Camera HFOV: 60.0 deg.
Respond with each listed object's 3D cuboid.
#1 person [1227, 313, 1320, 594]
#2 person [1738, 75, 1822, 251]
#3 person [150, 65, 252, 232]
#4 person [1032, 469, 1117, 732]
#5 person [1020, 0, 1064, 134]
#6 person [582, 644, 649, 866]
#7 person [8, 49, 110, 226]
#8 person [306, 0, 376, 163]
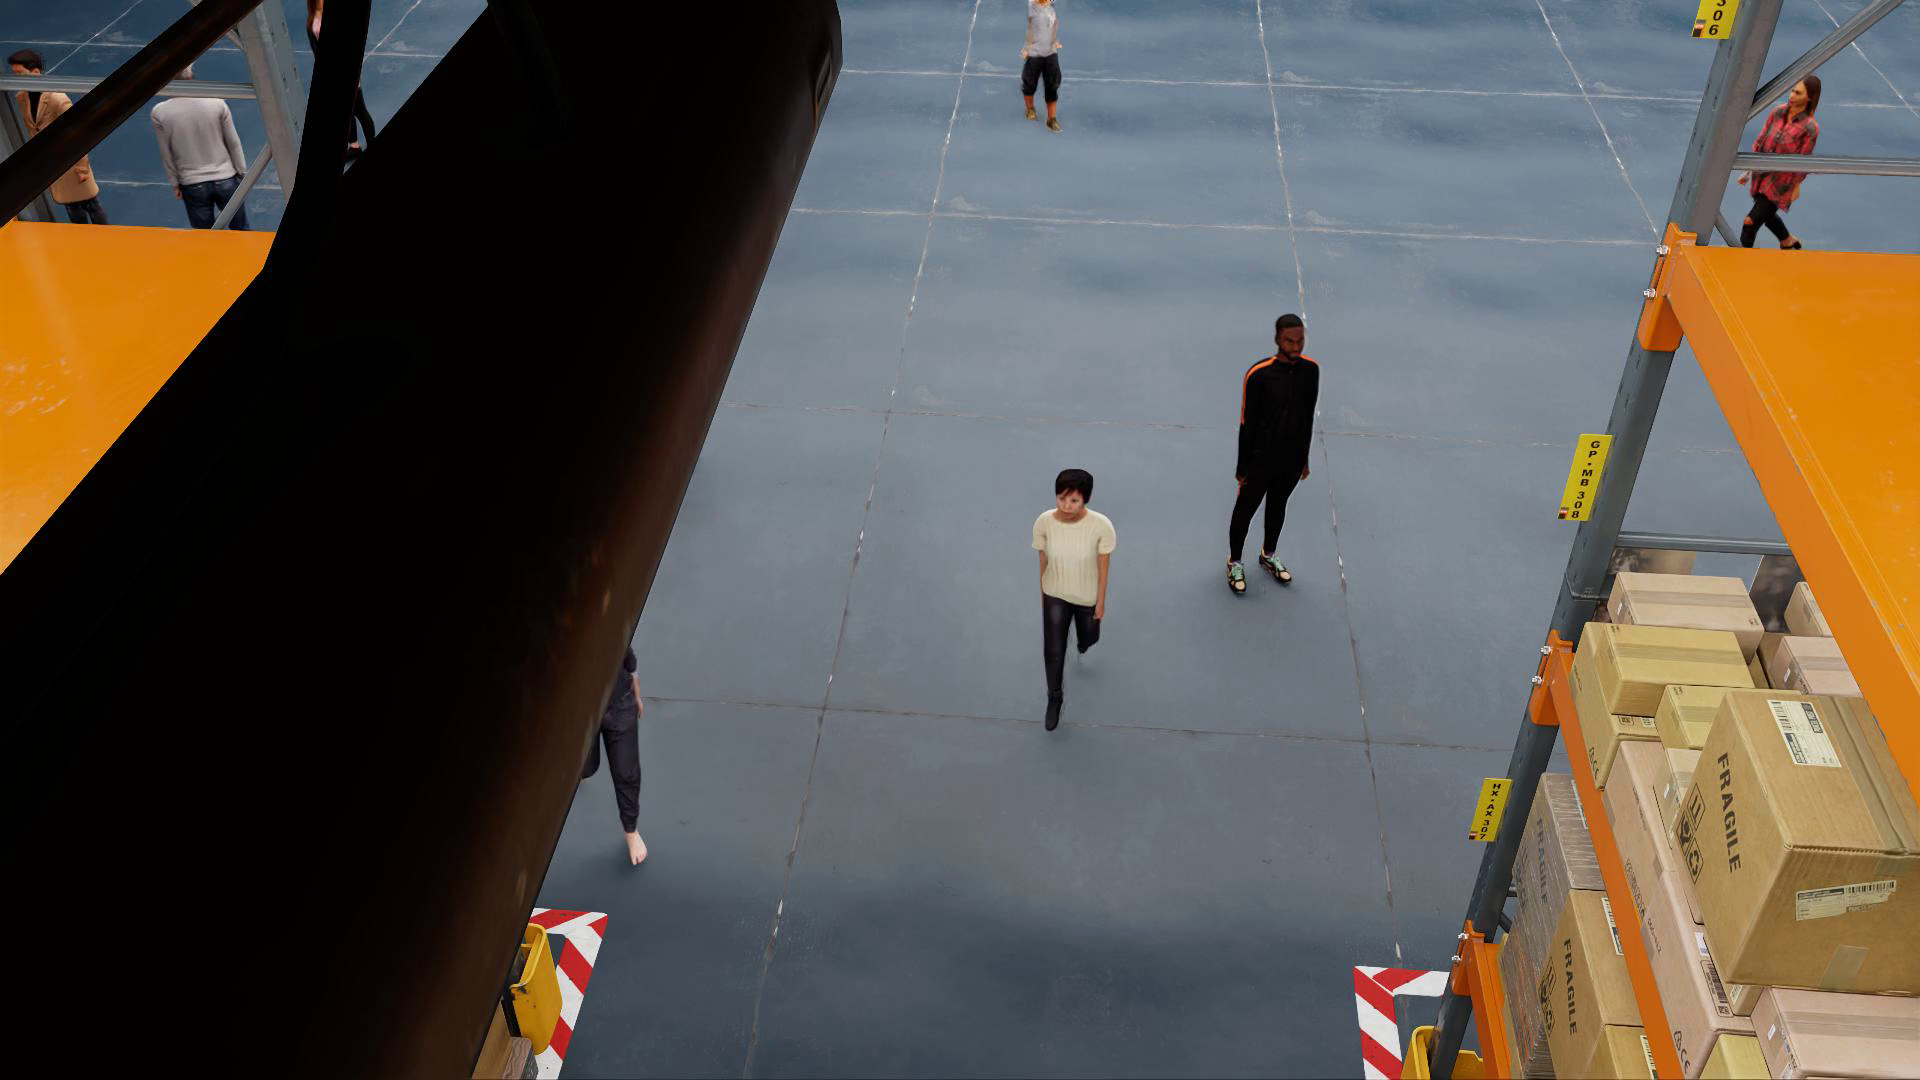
[{"bbox_3d":[1.820,-0.514,9.687,0.689,1.808,0.661,-11,39,-13],"label":"person"},{"bbox_3d":[6.229,-2.717,12.617,0.983,1.669,1.139,-12,40,-15],"label":"person"},{"bbox_3d":[-5.576,-2.652,12.343,0.822,1.903,0.834,-18,42,-22],"label":"person"},{"bbox_3d":[0.624,0.252,8.906,0.651,1.564,0.973,7,39,9],"label":"person"},{"bbox_3d":[0.703,-4.534,15.125,0.799,1.439,0.934,-12,40,-14],"label":"person"},{"bbox_3d":[-1.790,0.765,8.103,0.897,1.745,1.059,-16,41,-20],"label":"person"},{"bbox_3d":[-6.954,-2.969,12.891,0.702,1.727,0.695,12,40,15],"label":"person"},{"bbox_3d":[-5.310,-4.049,14.283,0.681,1.713,0.673,21,43,25],"label":"person"}]
